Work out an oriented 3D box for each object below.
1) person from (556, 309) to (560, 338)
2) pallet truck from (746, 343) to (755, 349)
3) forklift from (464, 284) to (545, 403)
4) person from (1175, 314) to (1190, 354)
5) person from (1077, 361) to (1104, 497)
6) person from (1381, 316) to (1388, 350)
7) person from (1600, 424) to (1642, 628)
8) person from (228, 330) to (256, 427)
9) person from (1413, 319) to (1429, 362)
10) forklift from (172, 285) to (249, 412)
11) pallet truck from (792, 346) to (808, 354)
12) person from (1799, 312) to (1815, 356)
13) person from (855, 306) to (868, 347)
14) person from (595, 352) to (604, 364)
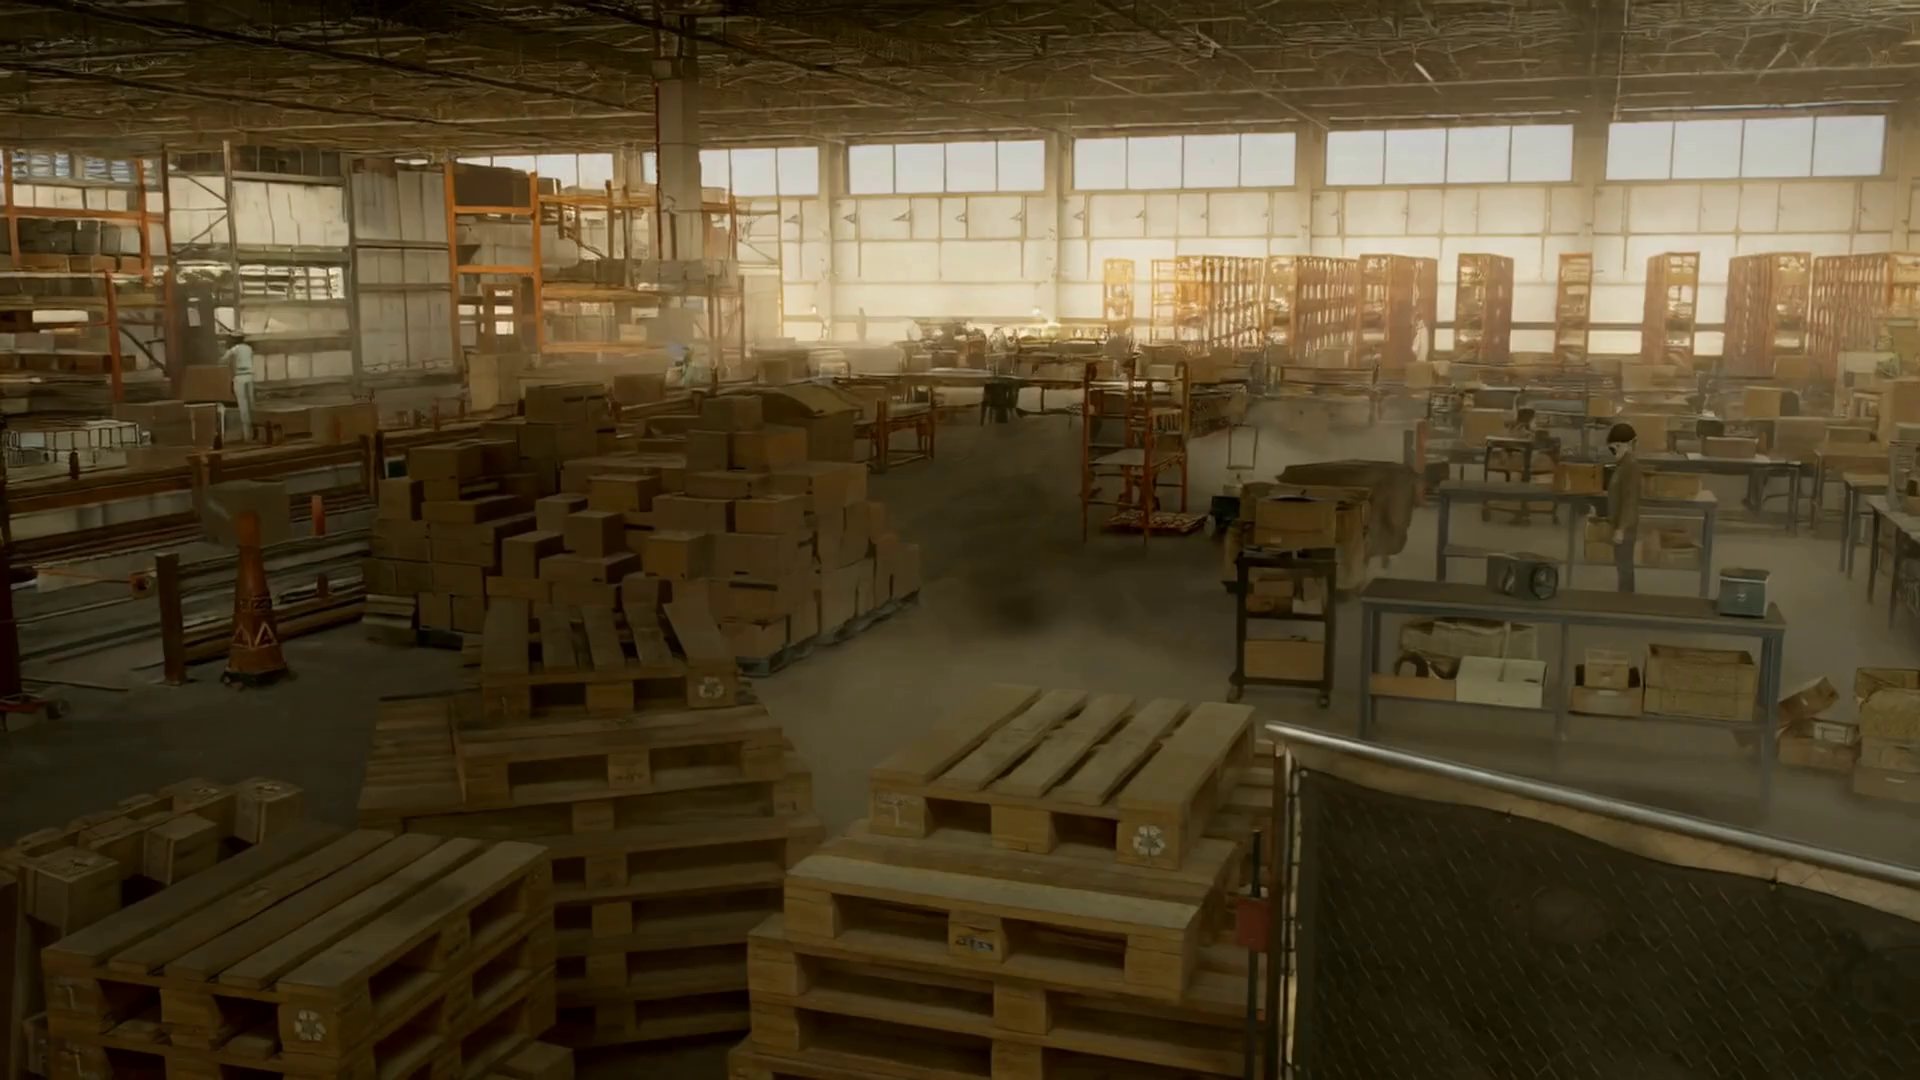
[{"bbox_3d":[-14.425,-7.451,60.172,0.404,1.827,0.589,4,10,22],"label":"person"},{"bbox_3d":[-6.183,-4.618,44.264,1.601,1.201,0.680,-9,12,-43],"label":"pallet truck"},{"bbox_3d":[-10.832,-4.702,39.610,1.129,2.768,1.873,3,10,20],"label":"forklift"},{"bbox_3d":[7.592,-6.860,56.785,0.748,1.726,0.573,-2,9,-15],"label":"person"},{"bbox_3d":[1.796,-1.516,22.799,0.334,1.864,0.521,4,10,22],"label":"person"},{"bbox_3d":[13.216,-6.105,51.684,0.395,1.839,0.564,4,10,22],"label":"person"},{"bbox_3d":[5.693,-0.117,14.329,0.329,1.764,0.524,4,10,22],"label":"person"},{"bbox_3d":[-14.343,-3.215,33.212,0.402,1.942,0.604,4,10,22],"label":"person"},{"bbox_3d":[12.048,-4.839,43.536,0.401,1.904,0.640,4,10,22],"label":"person"},{"bbox_3d":[-16.543,-4.145,36.115,1.873,2.768,1.129,3,10,20],"label":"forklift"},{"bbox_3d":[-3.705,-4.298,42.022,0.653,1.274,1.630,3,10,20],"label":"pallet truck"},{"bbox_3d":[29.108,-6.946,57.170,0.941,1.770,0.597,1,9,7],"label":"person"},{"bbox_3d":[-3.588,-7.498,60.236,0.401,1.904,0.640,4,10,22],"label":"person"},{"bbox_3d":[-11.209,-6.078,51.553,0.404,1.827,0.589,4,10,22],"label":"person"}]
